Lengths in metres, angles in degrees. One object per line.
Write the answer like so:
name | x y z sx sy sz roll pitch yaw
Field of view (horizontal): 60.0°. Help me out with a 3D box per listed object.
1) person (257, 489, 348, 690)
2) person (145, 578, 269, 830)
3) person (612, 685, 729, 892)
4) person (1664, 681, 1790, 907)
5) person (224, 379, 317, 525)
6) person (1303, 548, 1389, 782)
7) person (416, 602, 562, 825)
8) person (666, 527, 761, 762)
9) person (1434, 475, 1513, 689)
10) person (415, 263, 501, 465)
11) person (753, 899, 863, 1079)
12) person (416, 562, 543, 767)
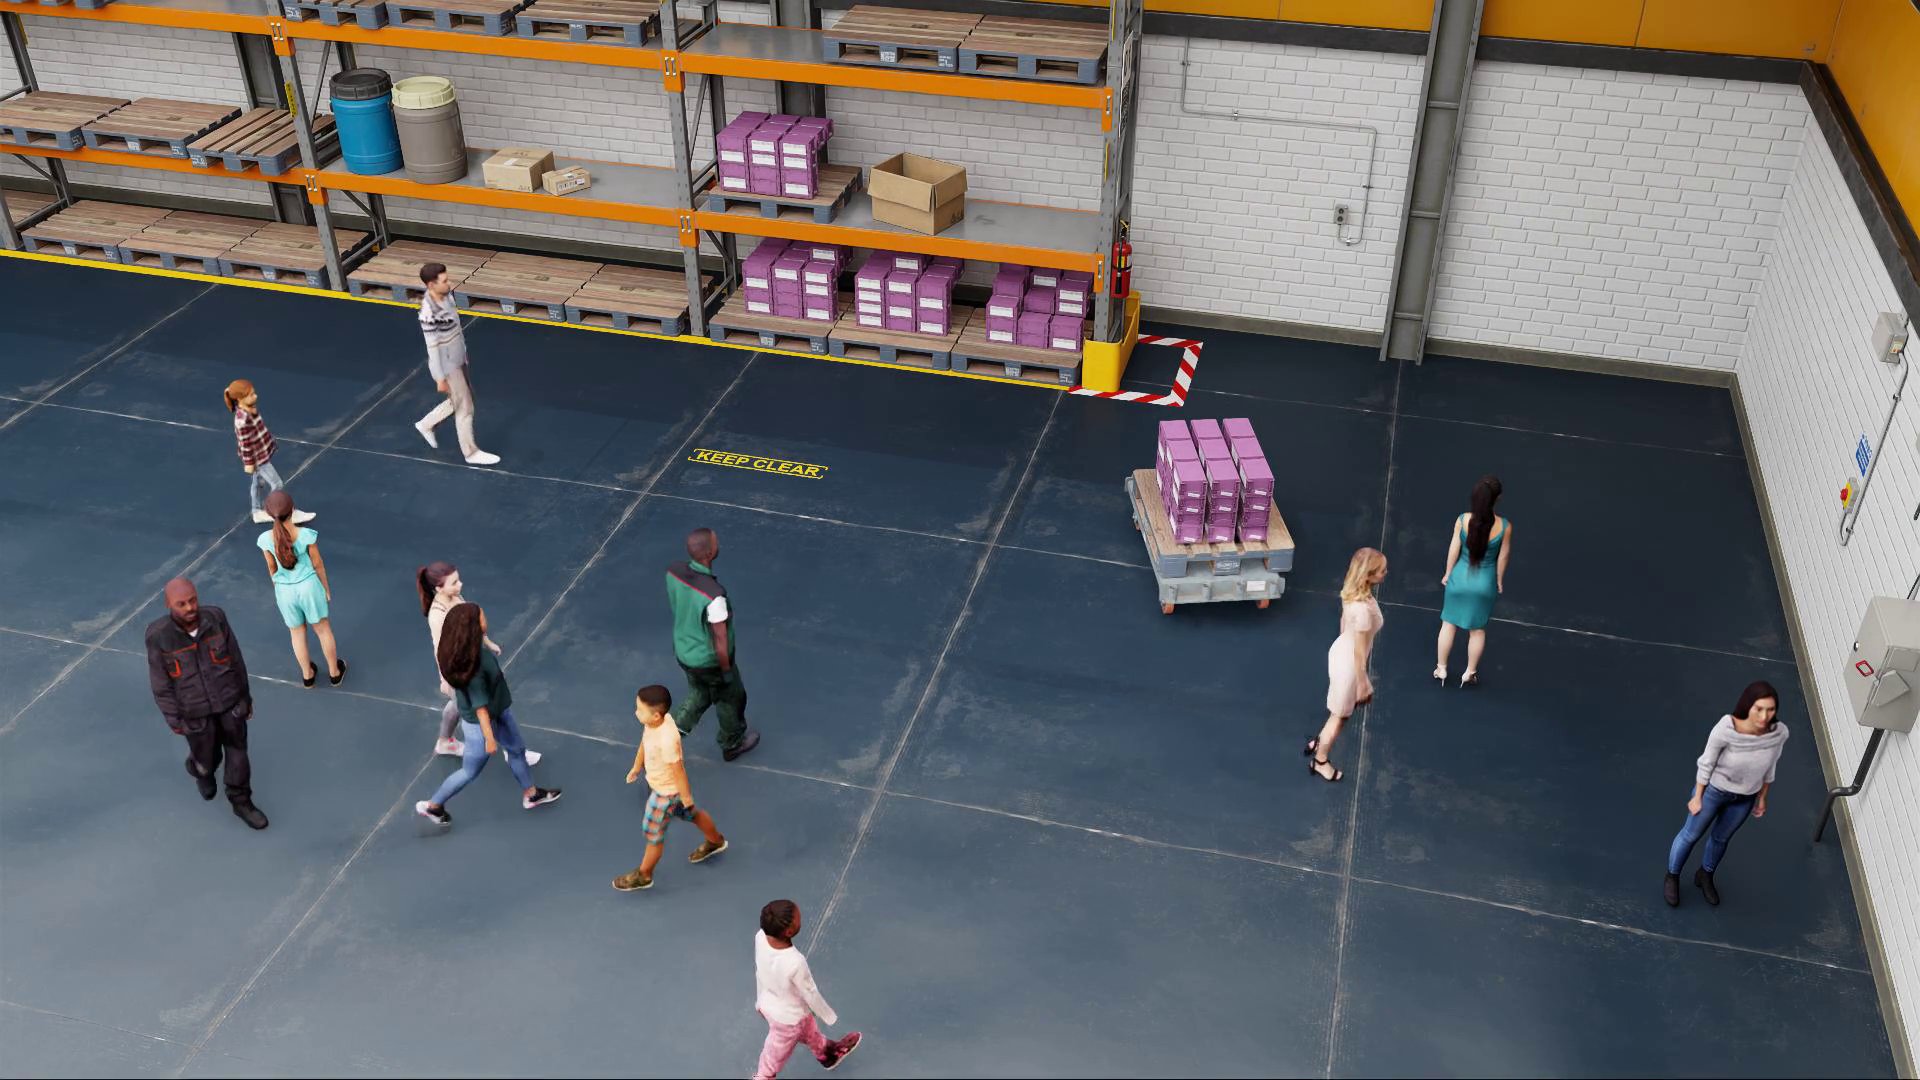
person | -4.527 0.340 11.400 0.603 1.558 0.692 -9 35 -13
person | -4.661 0.951 10.255 0.939 1.808 1.039 -26 42 -33
person | -1.668 1.426 9.882 1.023 1.429 0.890 -12 36 -18
person | 4.436 1.461 9.646 0.533 1.633 0.712 0 34 1
person | -5.639 -0.680 13.176 0.828 1.290 0.707 -5 34 -7
person | 2.346 0.800 10.472 0.670 1.819 0.651 2 34 3
person | -3.018 1.121 10.207 1.174 1.578 1.021 -12 35 -17
person | -1.680 0.760 10.535 1.063 1.816 1.104 -28 43 -36
person | 3.495 0.296 11.346 0.426 1.691 0.622 11 35 16
person | -4.334 -1.466 13.873 1.049 1.827 0.859 0 34 -1
person | -0.940 2.418 8.414 1.007 1.403 0.984 -20 39 -27
person | -3.254 0.806 10.679 1.016 1.581 0.742 -1 34 -2
